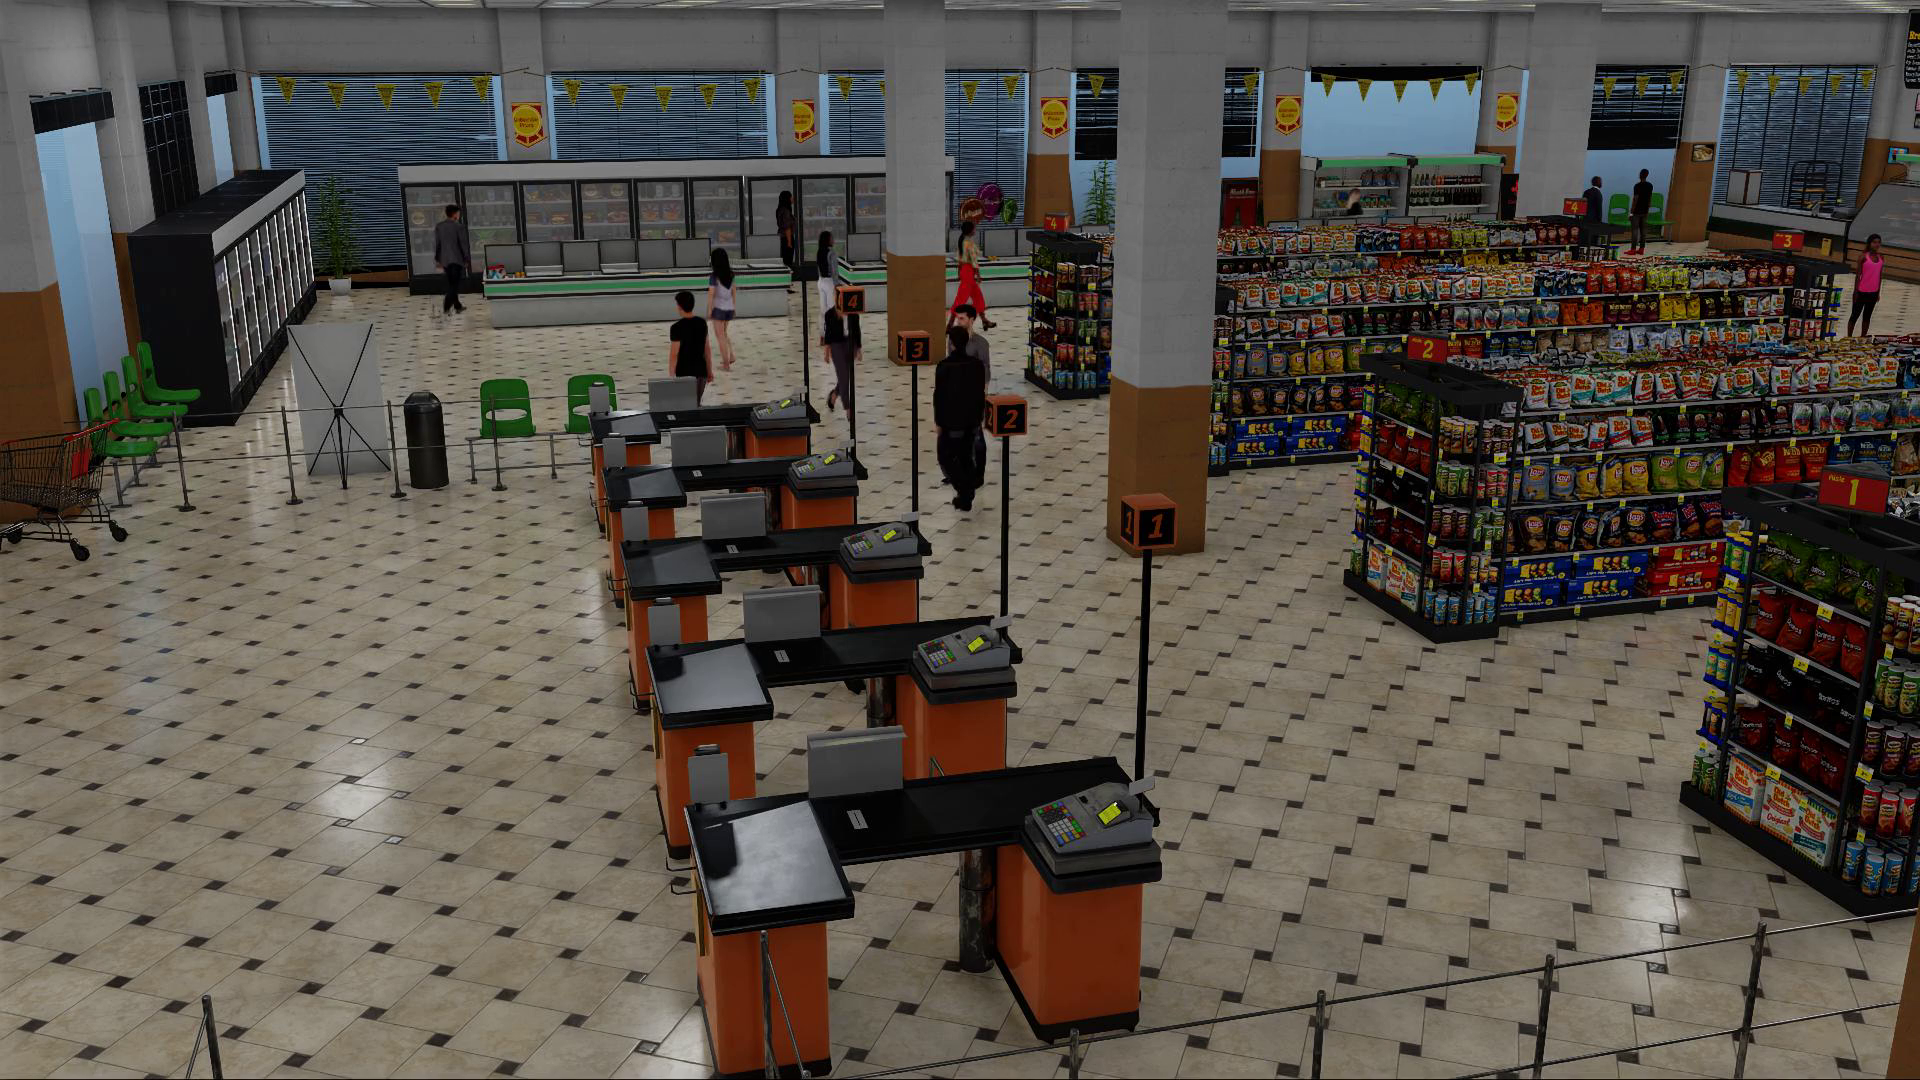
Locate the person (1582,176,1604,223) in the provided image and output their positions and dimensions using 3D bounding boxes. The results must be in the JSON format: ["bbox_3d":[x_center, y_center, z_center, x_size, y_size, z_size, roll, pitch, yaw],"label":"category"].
[{"bbox_3d":[12.751,-6.416,33.550,0.577,1.824,0.672,-4,17,-14],"label":"person"}]

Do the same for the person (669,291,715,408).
[{"bbox_3d":[-2.901,-1.812,18.336,0.884,1.854,0.790,13,21,37],"label":"person"}]

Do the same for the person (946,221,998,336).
[{"bbox_3d":[0.044,-4.002,25.755,1.187,1.733,0.764,-8,19,-26],"label":"person"}]

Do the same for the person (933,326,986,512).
[{"bbox_3d":[0.030,-1.139,16.172,0.854,1.824,0.927,-9,19,-26],"label":"person"}]

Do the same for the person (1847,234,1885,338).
[{"bbox_3d":[13.486,-3.694,24.759,0.565,1.723,0.667,0,17,0],"label":"person"}]

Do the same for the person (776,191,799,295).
[{"bbox_3d":[-3.185,-5.423,30.256,0.630,1.838,0.668,-7,18,-22],"label":"person"}]

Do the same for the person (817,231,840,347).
[{"bbox_3d":[-1.988,-3.783,25.055,0.639,1.722,0.659,-12,21,-35],"label":"person"}]

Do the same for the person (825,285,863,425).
[{"bbox_3d":[-1.448,-2.250,20.154,1.073,1.636,0.842,-9,19,-28],"label":"person"}]

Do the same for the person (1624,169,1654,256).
[{"bbox_3d":[14.537,-7.017,35.561,0.485,1.805,0.728,-6,18,-20],"label":"person"}]

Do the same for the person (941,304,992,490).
[{"bbox_3d":[0.085,-1.492,17.198,0.776,1.903,0.784,13,21,38],"label":"person"}]

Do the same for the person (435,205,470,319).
[{"bbox_3d":[-8.406,-4.556,27.422,1.260,1.824,1.140,3,17,11],"label":"person"}]

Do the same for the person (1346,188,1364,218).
[{"bbox_3d":[7.582,-6.002,32.464,0.961,1.663,0.601,-4,17,-14],"label":"person"}]

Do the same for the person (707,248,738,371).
[{"bbox_3d":[-3.261,-3.203,23.185,0.773,1.697,0.707,12,20,33],"label":"person"}]
